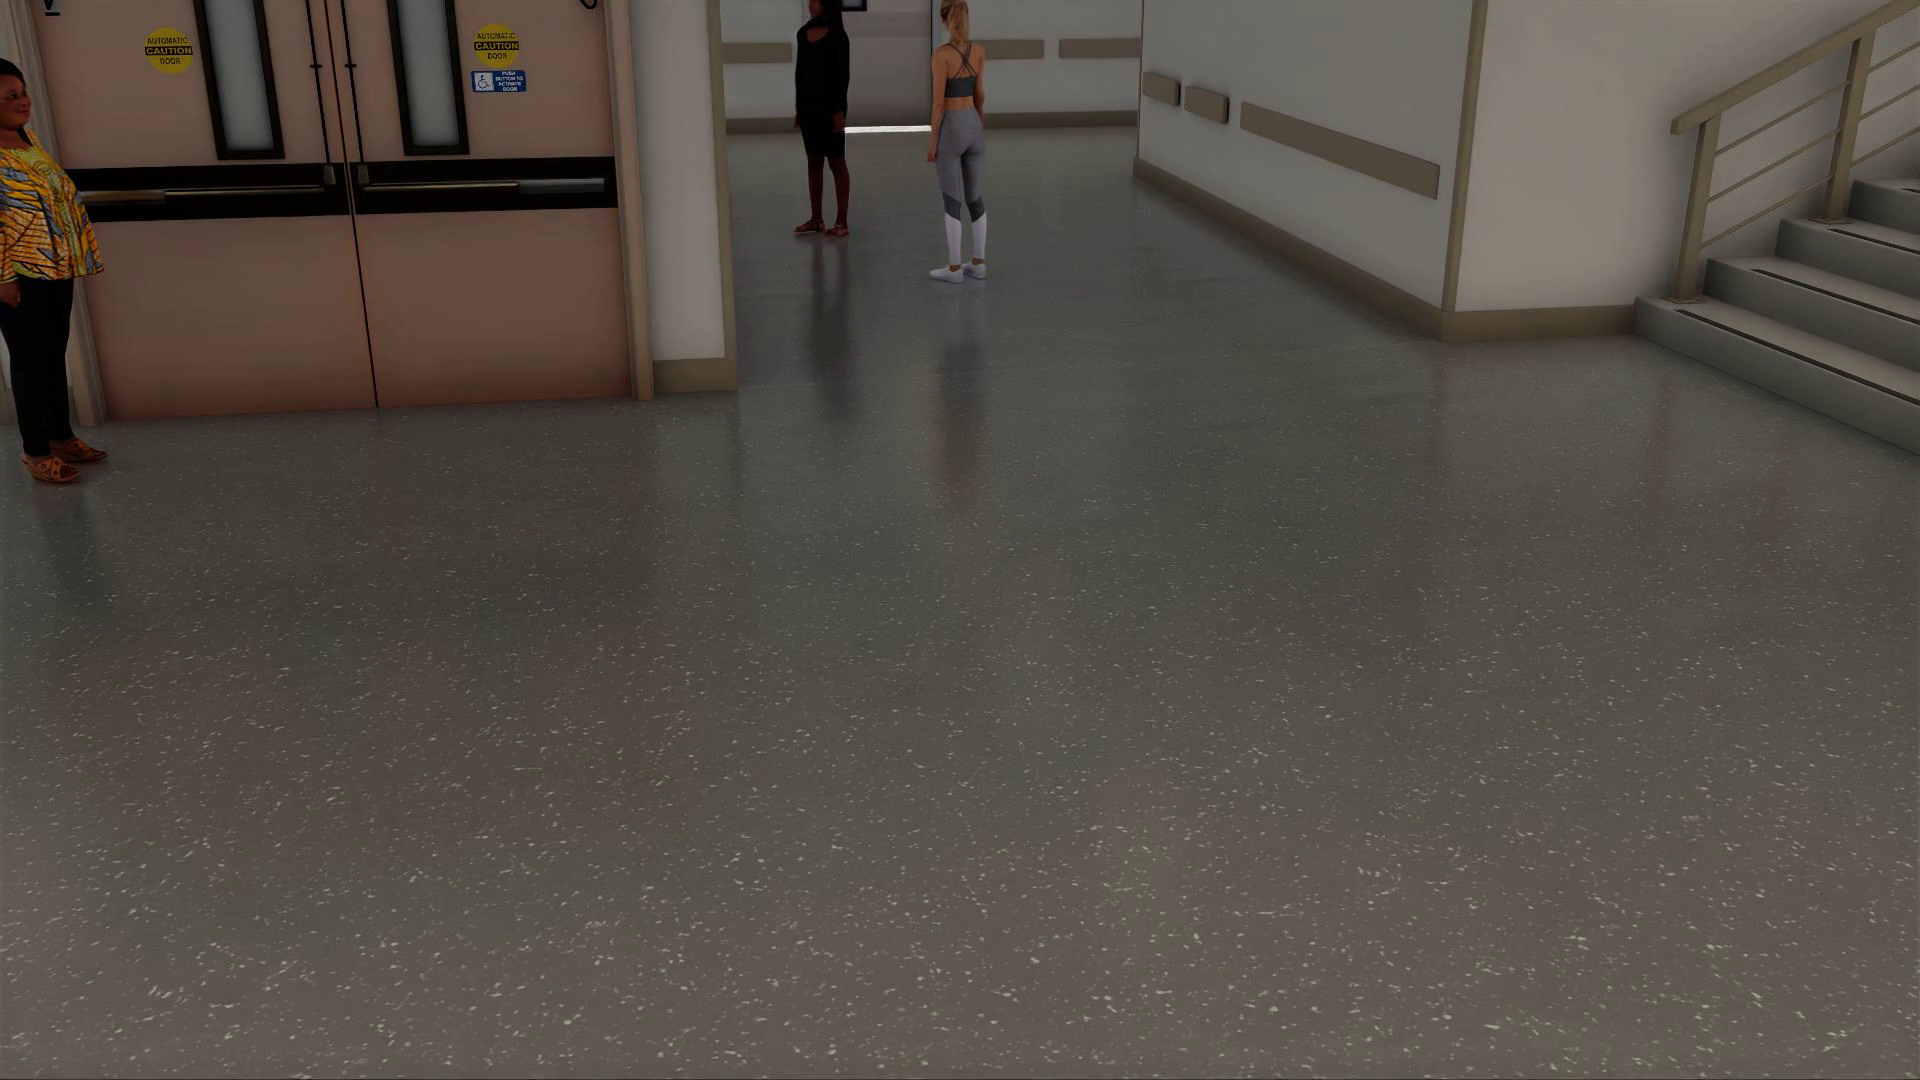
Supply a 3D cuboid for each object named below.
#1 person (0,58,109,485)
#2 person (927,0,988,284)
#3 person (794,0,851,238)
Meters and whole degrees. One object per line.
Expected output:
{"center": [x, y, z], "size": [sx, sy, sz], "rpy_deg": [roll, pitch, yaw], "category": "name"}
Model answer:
{"center": [-3.710, -1.062, 6.597], "size": [0.787, 1.655, 0.752], "rpy_deg": [0, 21, -1], "category": "person"}
{"center": [0.001, -2.443, 10.171], "size": [0.590, 1.706, 0.700], "rpy_deg": [-15, 25, -34], "category": "person"}
{"center": [-0.953, -2.995, 11.606], "size": [0.678, 1.721, 0.726], "rpy_deg": [15, 26, 35], "category": "person"}
